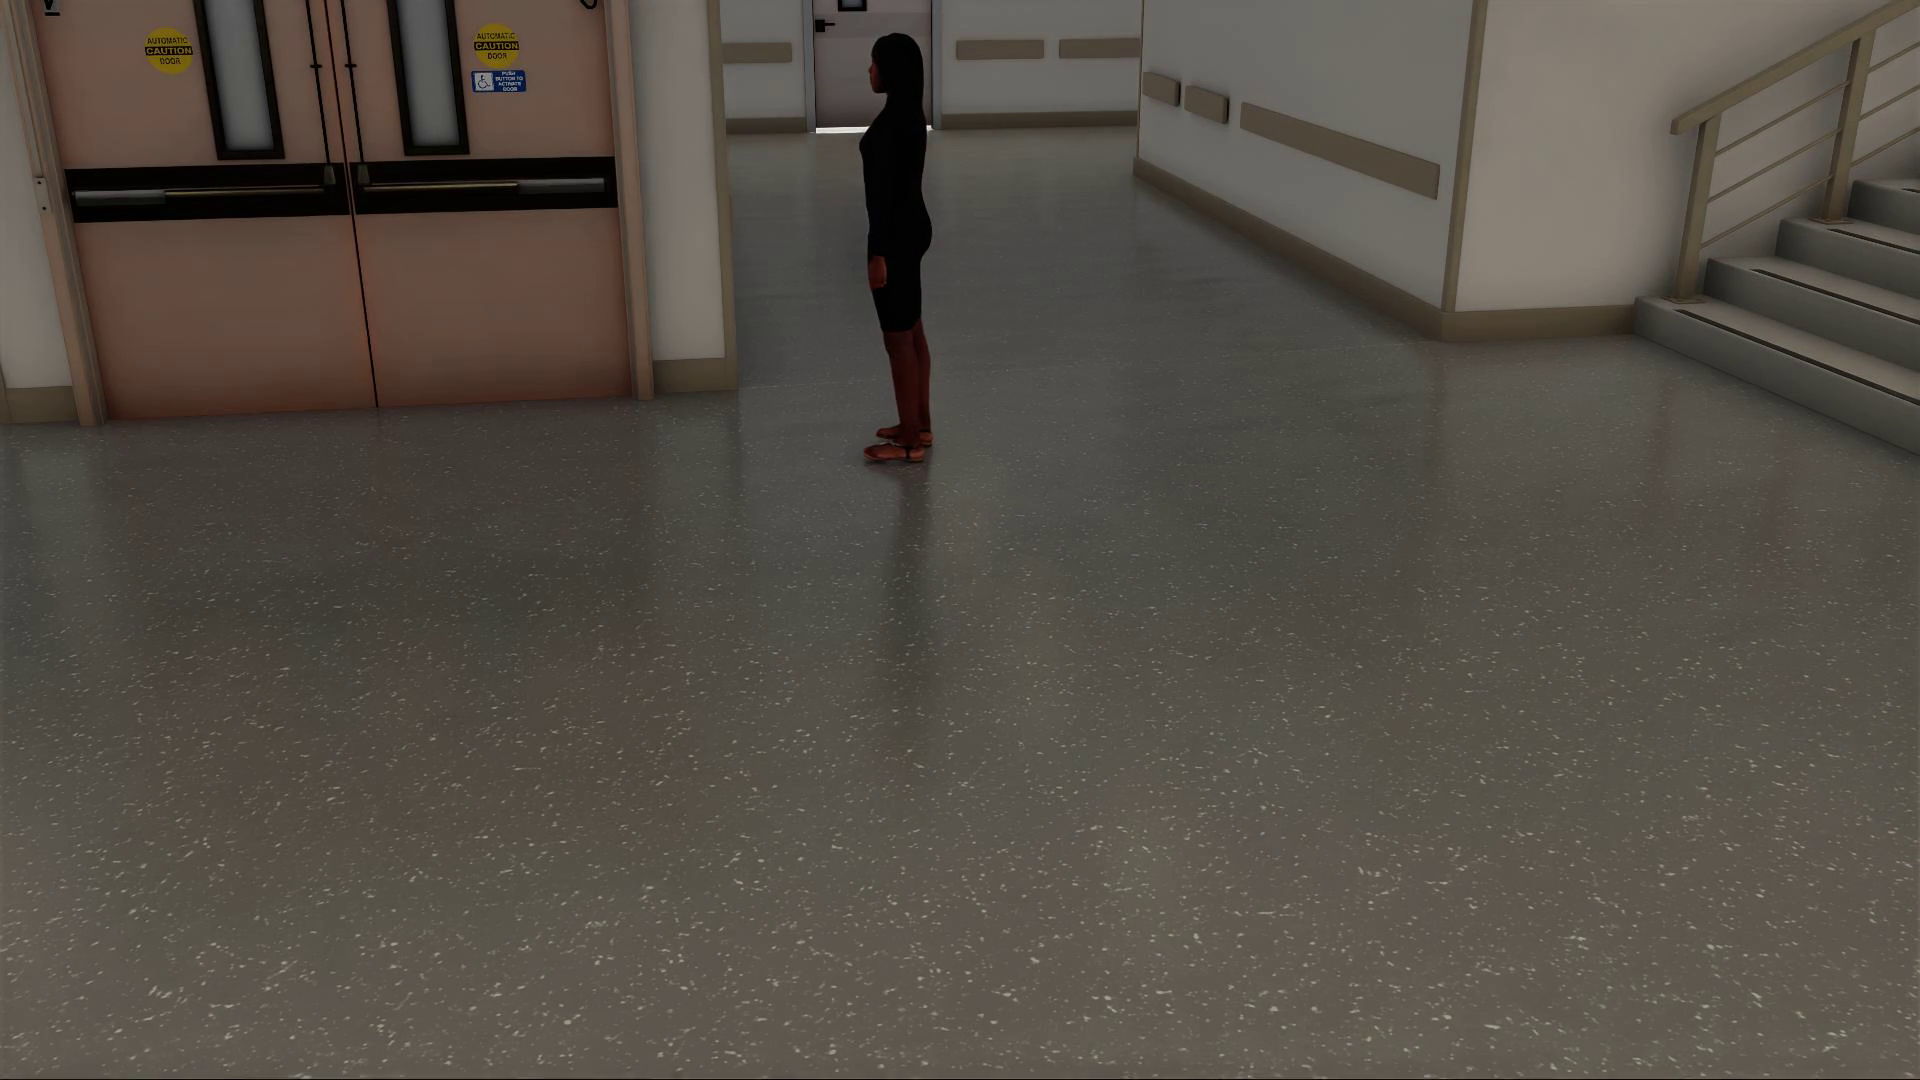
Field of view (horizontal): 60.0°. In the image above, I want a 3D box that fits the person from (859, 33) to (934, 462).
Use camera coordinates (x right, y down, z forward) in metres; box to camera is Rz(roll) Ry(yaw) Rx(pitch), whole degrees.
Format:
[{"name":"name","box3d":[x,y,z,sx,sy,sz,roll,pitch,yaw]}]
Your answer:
[{"name":"person","box3d":[-0.258,-1.190,6.840,0.605,1.721,0.659,3,21,9]}]
